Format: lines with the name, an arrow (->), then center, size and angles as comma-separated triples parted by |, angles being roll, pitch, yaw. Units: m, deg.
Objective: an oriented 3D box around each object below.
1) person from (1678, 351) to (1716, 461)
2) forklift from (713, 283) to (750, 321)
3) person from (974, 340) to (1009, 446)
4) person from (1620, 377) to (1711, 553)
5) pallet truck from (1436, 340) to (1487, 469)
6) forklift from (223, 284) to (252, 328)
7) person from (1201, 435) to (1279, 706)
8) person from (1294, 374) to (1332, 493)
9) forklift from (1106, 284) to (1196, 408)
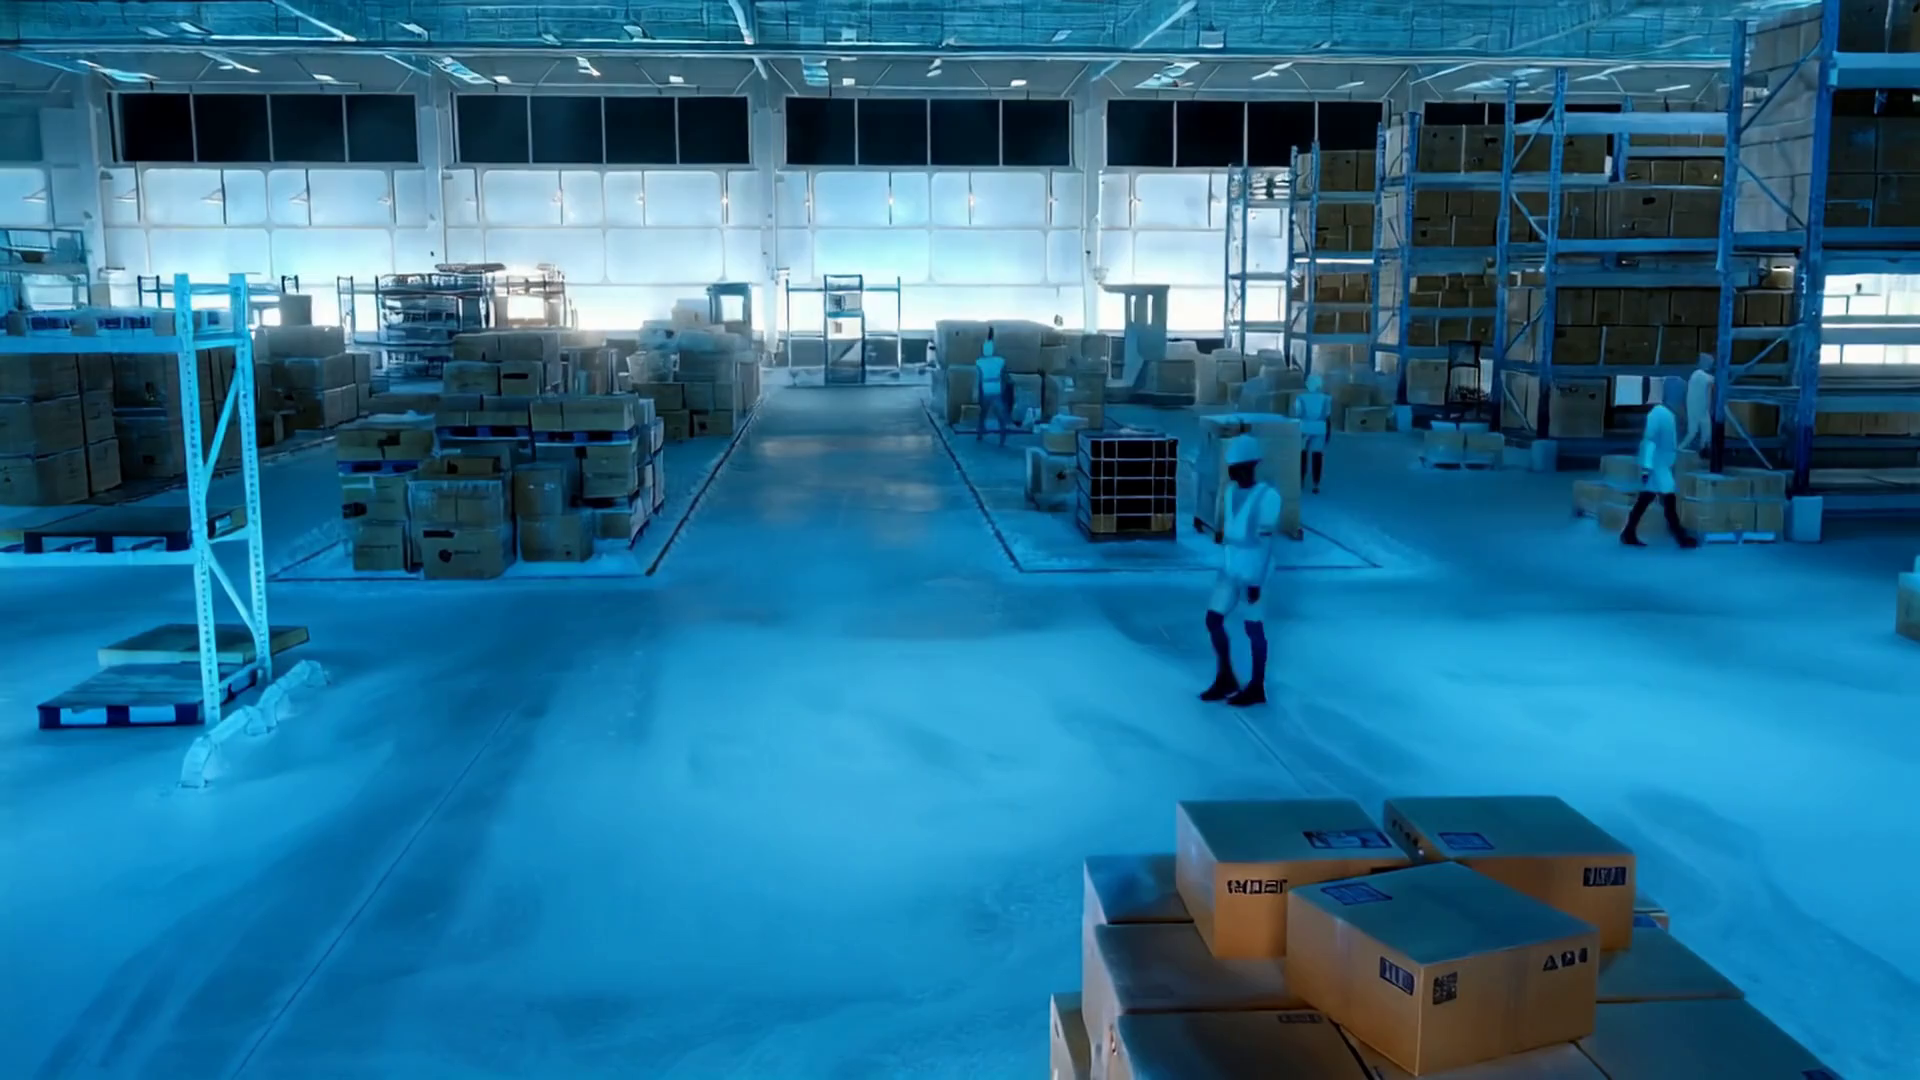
person -> 10.838, -1.840, 24.603 | 0.798, 1.918, 0.632 | 1, 9, 7
forklift -> -5.939, -5.320, 43.434 | 1.129, 2.768, 1.873 | -1, 9, -4
person -> 0.570, -2.622, 29.645 | 0.589, 1.884, 0.949 | -5, 10, -28
person -> 7.757, -0.815, 18.180 | 1.009, 1.905, 0.631 | 6, 11, 33
pallet truck -> 8.004, -2.170, 26.422 | 0.823, 1.965, 1.885 | 2, 9, 14
forklift -> -16.493, -4.479, 38.154 | 1.873, 2.768, 1.129 | -2, 9, -10
person -> 1.936, 0.233, 11.598 | 0.577, 1.919, 0.544 | -5, 11, -31
person -> 4.932, -1.506, 23.303 | 0.548, 1.644, 0.889 | 1, 9, 4
forklift -> 4.402, -4.480, 38.162 | 1.873, 2.768, 1.129 | 8, 12, 40
